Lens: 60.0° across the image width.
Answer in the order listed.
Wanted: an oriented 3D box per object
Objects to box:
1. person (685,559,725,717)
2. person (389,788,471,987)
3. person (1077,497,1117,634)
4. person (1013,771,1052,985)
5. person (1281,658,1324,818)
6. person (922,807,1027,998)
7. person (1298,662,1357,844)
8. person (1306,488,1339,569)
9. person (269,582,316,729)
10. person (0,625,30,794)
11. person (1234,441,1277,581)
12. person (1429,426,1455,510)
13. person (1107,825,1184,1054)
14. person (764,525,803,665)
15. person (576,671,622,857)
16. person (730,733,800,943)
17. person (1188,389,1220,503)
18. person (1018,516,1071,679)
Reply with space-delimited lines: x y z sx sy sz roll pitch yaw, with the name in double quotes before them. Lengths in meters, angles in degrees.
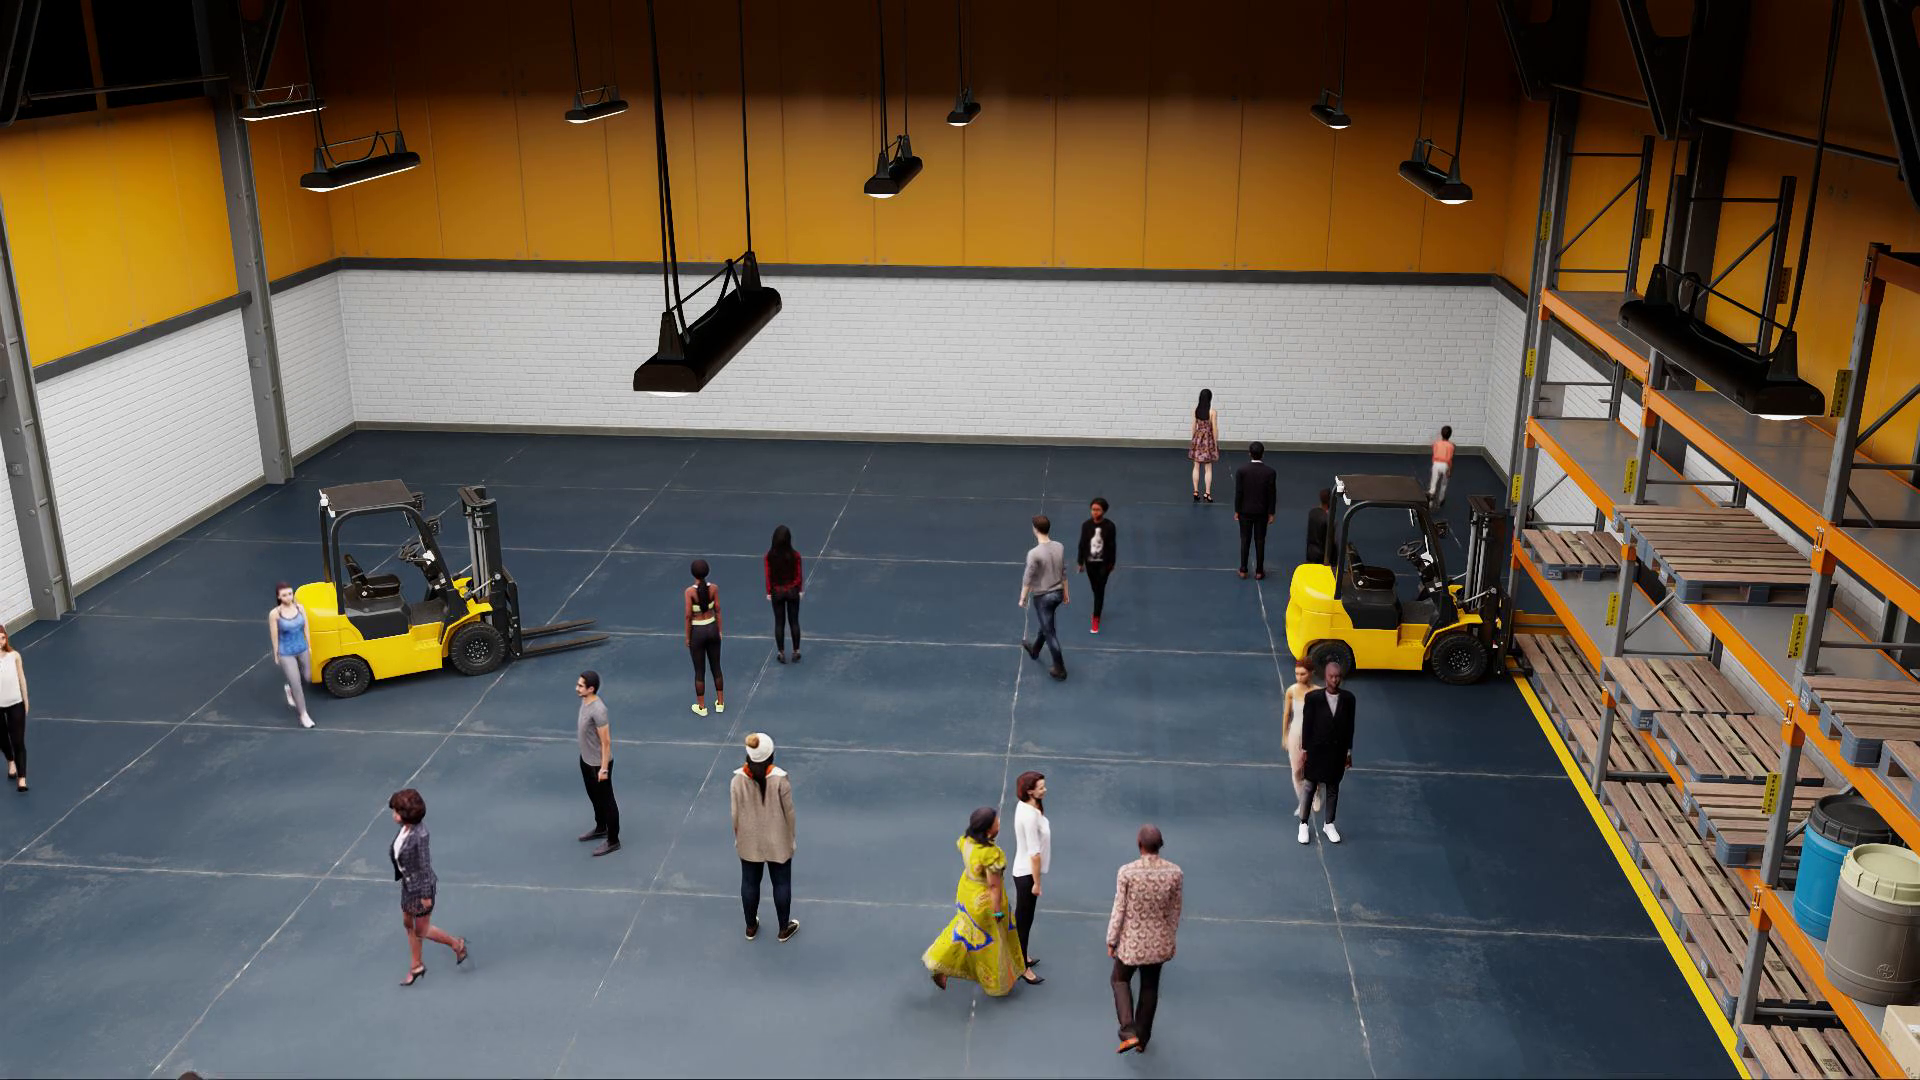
"person" -2.767 1.047 18.006 0.642 1.753 0.661 -9 21 -26
"person" -4.199 2.729 13.119 0.944 1.686 0.899 -12 22 -33
"person" 1.715 0.260 20.535 0.759 1.631 1.143 6 19 17
"person" 0.535 2.649 13.186 0.694 1.794 0.496 -1 19 -2
"person" 3.317 1.854 15.811 0.684 1.625 0.721 7 20 19
"person" 0.110 2.829 12.888 1.234 1.642 1.216 -12 22 -31
"person" 3.379 1.939 15.345 0.654 1.761 0.571 0 19 0
"person" 4.395 0.233 20.345 0.811 1.804 0.703 -11 21 -29
"person" -7.160 1.200 17.801 0.957 1.594 0.940 17 25 42
"person" -9.434 1.636 16.386 1.011 1.670 1.185 -10 21 -27
"person" 3.904 -0.396 22.086 0.710 1.884 0.562 3 19 9
"person" 7.226 -1.076 25.026 0.643 1.296 0.817 9 21 26
"person" 1.368 2.993 12.180 0.822 1.785 0.861 -4 19 -12
"person" -2.039 0.633 19.389 0.637 1.656 0.597 -3 19 -10
"person" -3.314 2.000 15.175 0.758 1.754 0.667 -11 22 -31
"person" -1.620 2.424 13.707 0.697 1.887 0.670 3 19 8
"person" 3.723 -1.443 25.370 0.793 1.773 0.831 12 22 33
"person" 1.054 0.689 18.891 1.153 1.868 1.227 -13 23 -34
